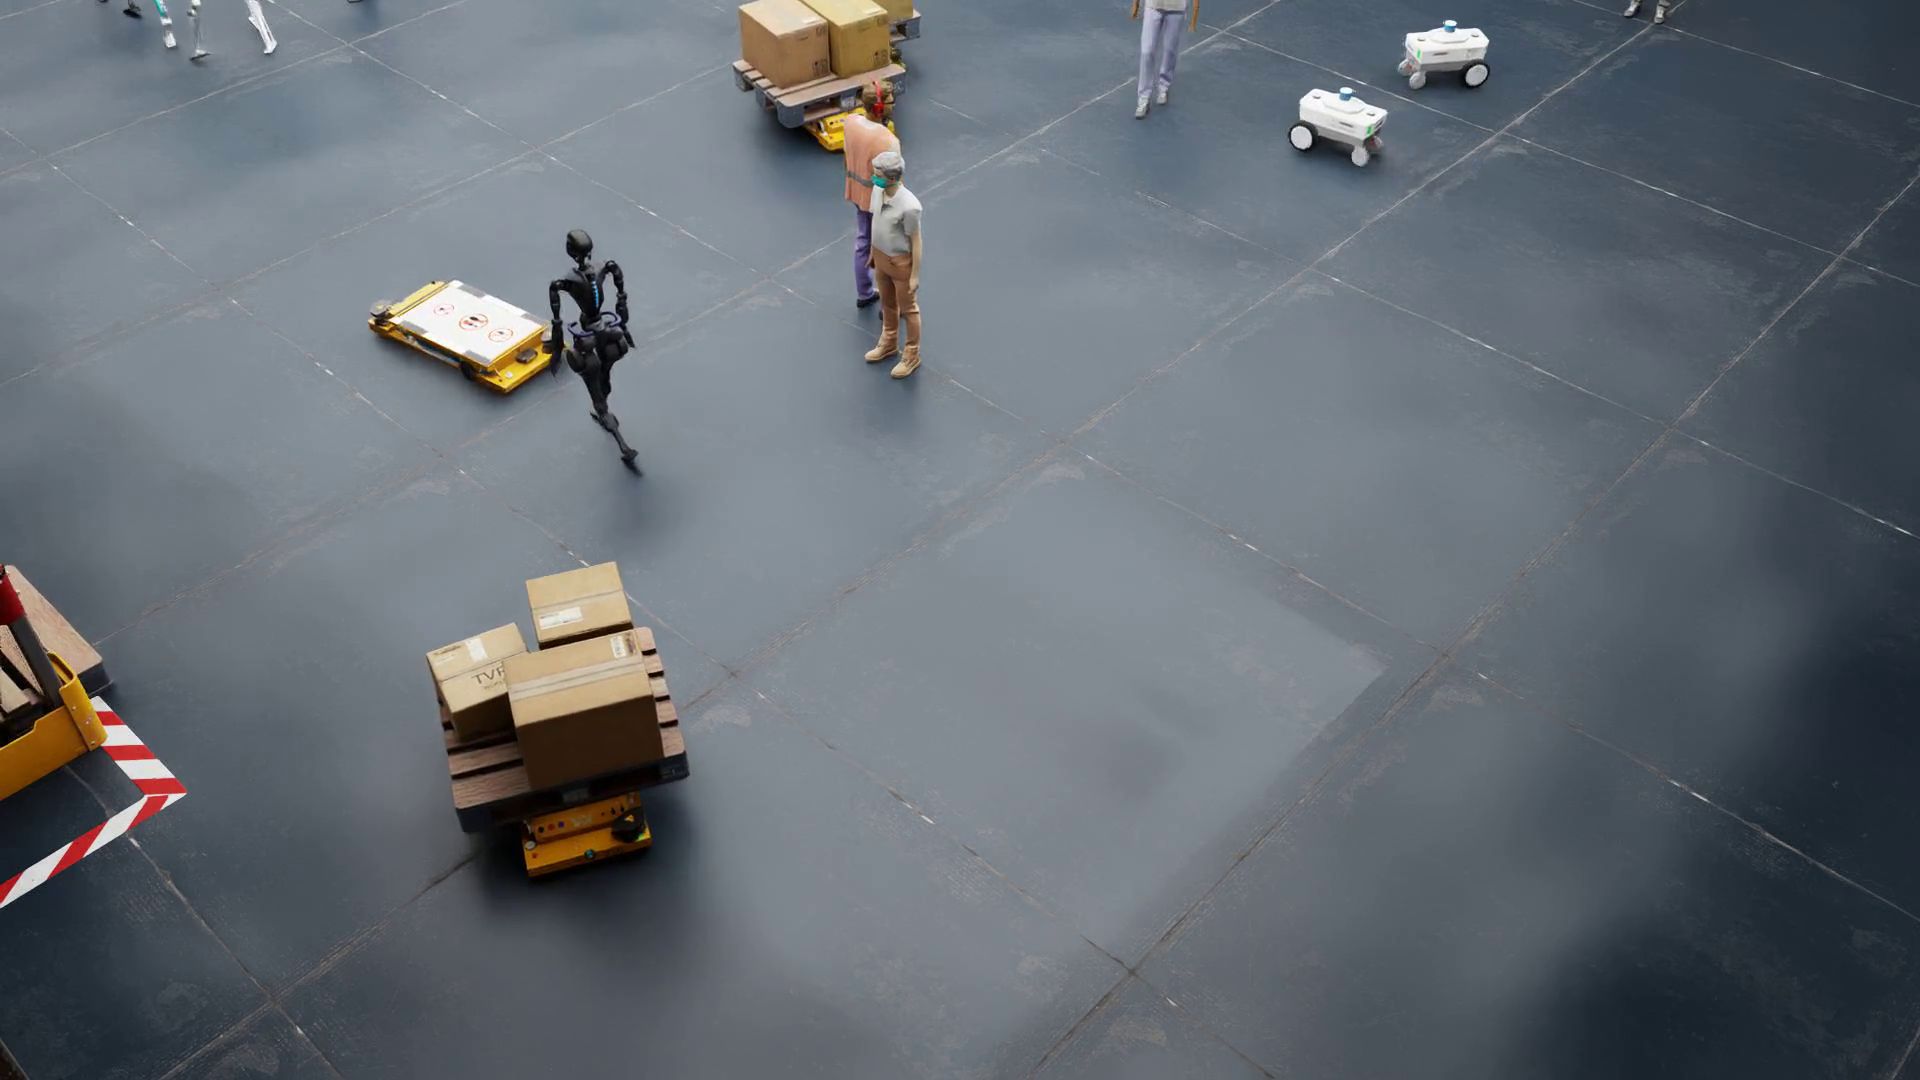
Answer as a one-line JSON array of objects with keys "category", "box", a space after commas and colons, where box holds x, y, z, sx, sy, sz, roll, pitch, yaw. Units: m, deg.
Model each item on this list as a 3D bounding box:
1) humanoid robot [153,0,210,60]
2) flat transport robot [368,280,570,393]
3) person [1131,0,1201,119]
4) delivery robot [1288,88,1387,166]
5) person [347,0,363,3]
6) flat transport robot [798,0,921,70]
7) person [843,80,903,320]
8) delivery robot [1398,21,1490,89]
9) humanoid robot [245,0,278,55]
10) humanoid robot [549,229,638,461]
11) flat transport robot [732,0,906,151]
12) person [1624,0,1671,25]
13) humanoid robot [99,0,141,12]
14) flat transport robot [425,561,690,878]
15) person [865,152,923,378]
[{"category": "humanoid robot", "box": [-7.332, -5.233, 15.273, 0.540, 1.758, 0.989, -29, 50, -29]}, {"category": "flat transport robot", "box": [-3.624, -1.536, 12.233, 1.431, 0.231, 0.659, 24, 47, 25]}, {"category": "person", "box": [1.772, -4.563, 14.437, 0.590, 1.813, 0.799, 7, 43, 8]}, {"category": "delivery robot", "box": [3.253, -3.604, 14.326, 0.781, 0.605, 0.499, 27, 48, 26]}, {"category": "person", "box": [-6.099, -6.243, 16.271, 0.417, 1.870, 0.535, -23, 47, -23]}, {"category": "flat transport robot", "box": [-1.139, -4.735, 15.789, 0.659, 0.231, 1.431, -21, 46, -22]}, {"category": "person", "box": [-0.621, -2.455, 12.079, 0.387, 1.841, 0.563, -31, 50, -30]}, {"category": "delivery robot", "box": [4.466, -4.473, 15.280, 0.784, 0.589, 0.499, -7, 42, -7]}, {"category": "humanoid robot", "box": [-6.797, -5.510, 15.582, 0.567, 1.761, 0.916, -14, 44, -15]}, {"category": "humanoid robot", "box": [-2.382, -1.284, 10.944, 0.599, 1.651, 0.743, -28, 49, -28]}, {"category": "flat transport robot", "box": [-1.243, -3.933, 14.898, 0.659, 0.231, 1.431, -24, 47, -24]}, {"category": "person", "box": [6.789, -5.889, 15.904, 0.568, 1.832, 0.403, 19, 45, 19]}, {"category": "humanoid robot", "box": [-8.451, -5.940, 16.123, 0.588, 1.633, 0.812, -32, 51, -31]}, {"category": "flat transport robot", "box": [-2.173, 1.188, 9.205, 0.659, 0.231, 1.431, -13, 44, -14]}, {"category": "person", "box": [-0.454, -1.926, 11.564, 0.327, 1.743, 0.482, -31, 50, -30]}]
